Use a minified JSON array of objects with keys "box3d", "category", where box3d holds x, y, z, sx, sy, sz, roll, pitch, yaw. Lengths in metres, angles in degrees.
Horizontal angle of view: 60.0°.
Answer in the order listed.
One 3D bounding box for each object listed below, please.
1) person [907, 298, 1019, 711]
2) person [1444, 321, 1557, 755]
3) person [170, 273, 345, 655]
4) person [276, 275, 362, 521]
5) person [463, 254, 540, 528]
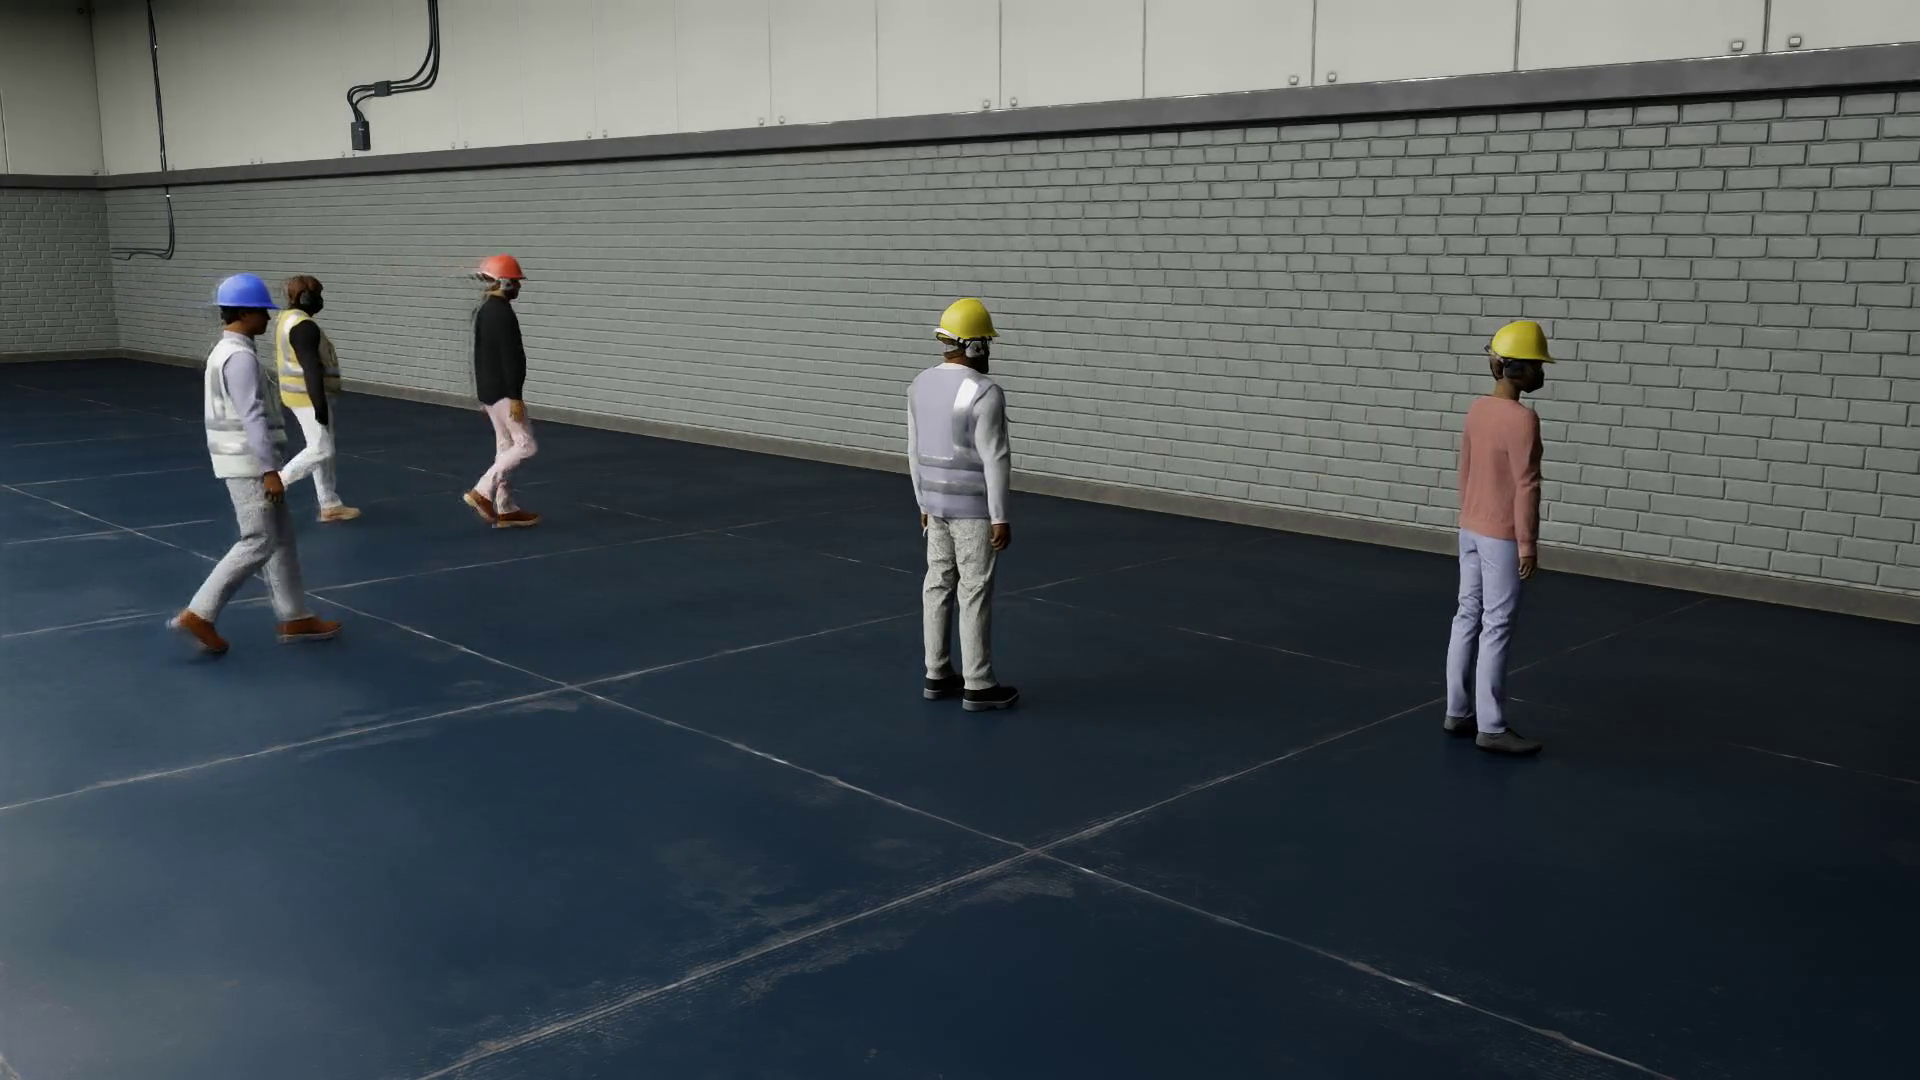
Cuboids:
[{"box3d":[0.026,-0.163,7.484,0.404,1.832,0.600,-9,14,-40],"category":"person"},{"box3d":[2.239,-0.016,6.869,0.328,1.765,0.527,-2,11,-10],"category":"person"},{"box3d":[-3.617,-0.381,8.431,0.790,1.924,0.623,-5,11,-24],"category":"person"},{"box3d":[-4.799,-1.018,12.158,0.666,1.825,0.638,-5,12,-27],"category":"person"},{"box3d":[-3.305,-1.058,11.960,0.501,1.977,0.639,-6,12,-30],"category":"person"}]
